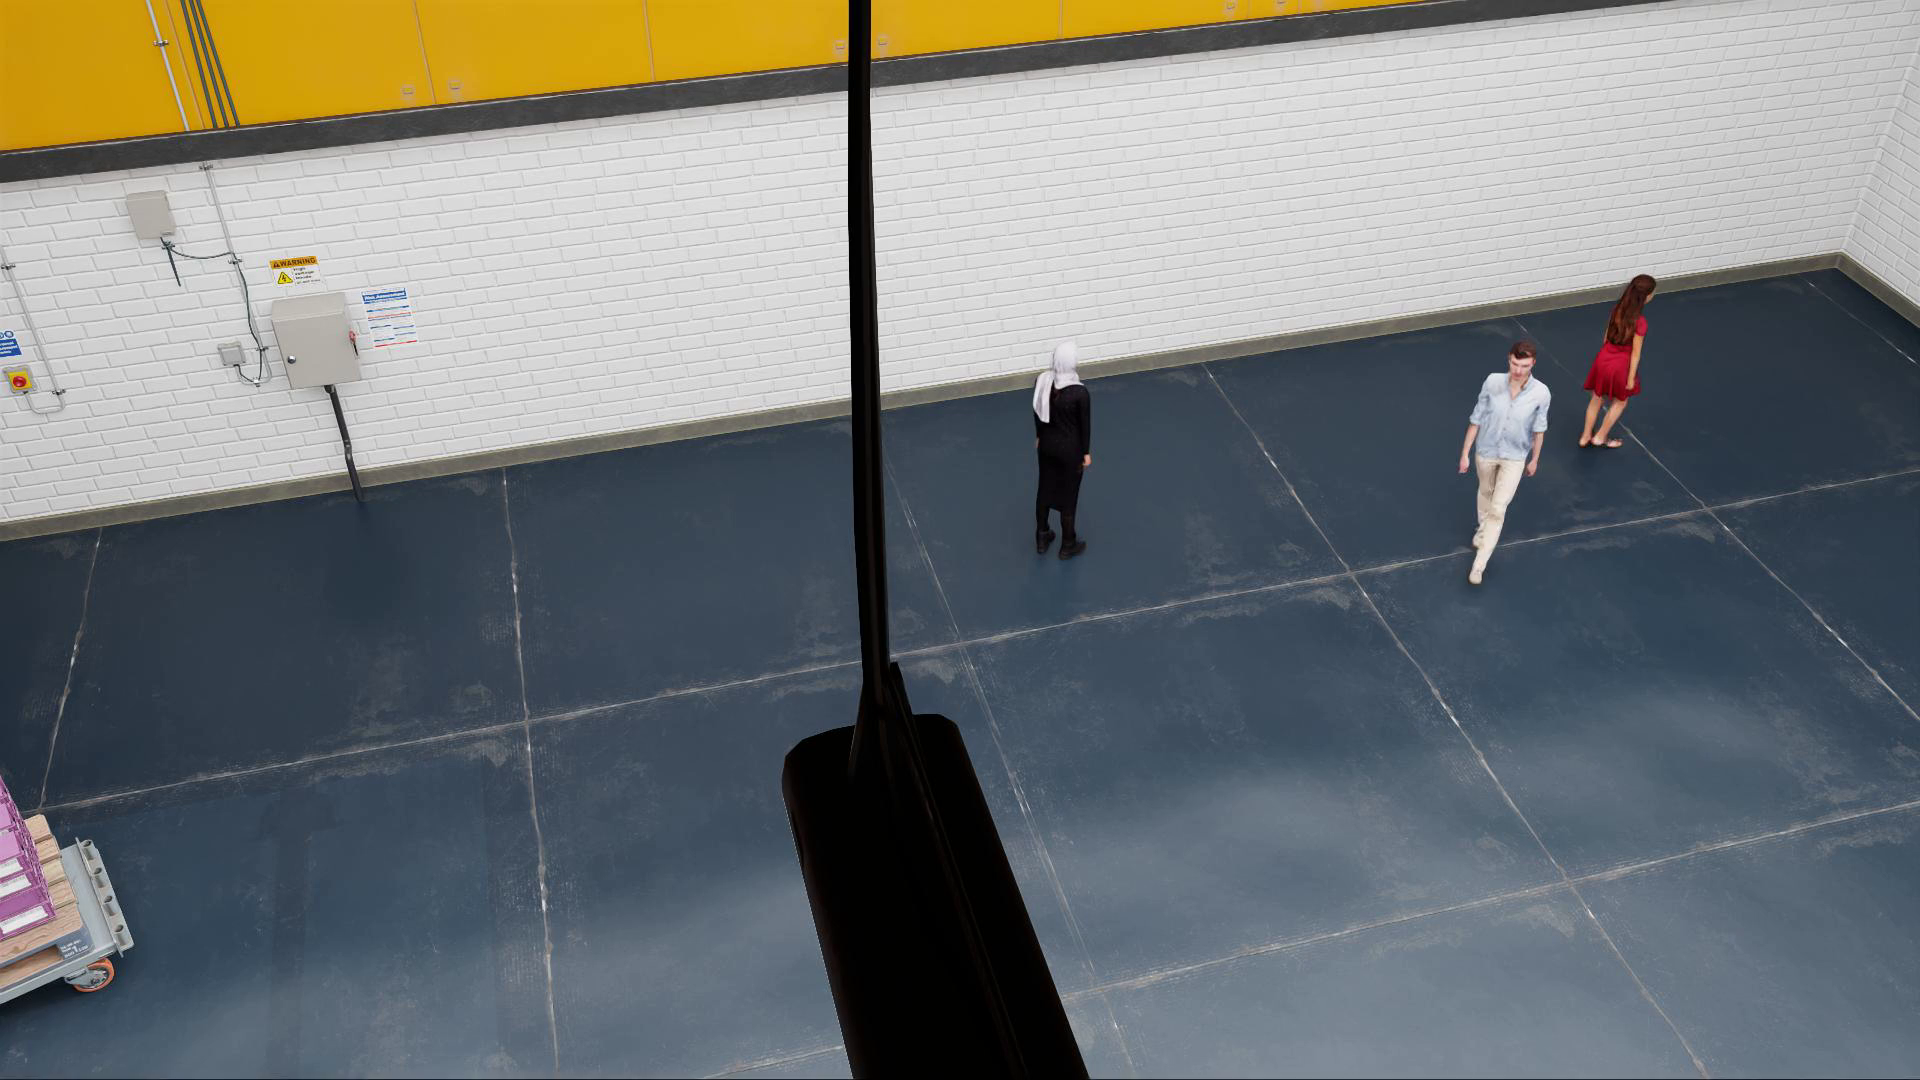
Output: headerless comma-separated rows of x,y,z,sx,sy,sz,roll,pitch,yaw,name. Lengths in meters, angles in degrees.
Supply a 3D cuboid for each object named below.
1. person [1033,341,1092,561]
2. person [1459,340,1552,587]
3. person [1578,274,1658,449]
0.720,-0.635,11.907,0.670,1.779,0.745,23,44,26,person
3.901,-0.662,11.911,1.123,1.817,1.180,20,43,23,person
5.112,-1.360,13.002,0.679,1.545,0.598,-18,42,-22,person
